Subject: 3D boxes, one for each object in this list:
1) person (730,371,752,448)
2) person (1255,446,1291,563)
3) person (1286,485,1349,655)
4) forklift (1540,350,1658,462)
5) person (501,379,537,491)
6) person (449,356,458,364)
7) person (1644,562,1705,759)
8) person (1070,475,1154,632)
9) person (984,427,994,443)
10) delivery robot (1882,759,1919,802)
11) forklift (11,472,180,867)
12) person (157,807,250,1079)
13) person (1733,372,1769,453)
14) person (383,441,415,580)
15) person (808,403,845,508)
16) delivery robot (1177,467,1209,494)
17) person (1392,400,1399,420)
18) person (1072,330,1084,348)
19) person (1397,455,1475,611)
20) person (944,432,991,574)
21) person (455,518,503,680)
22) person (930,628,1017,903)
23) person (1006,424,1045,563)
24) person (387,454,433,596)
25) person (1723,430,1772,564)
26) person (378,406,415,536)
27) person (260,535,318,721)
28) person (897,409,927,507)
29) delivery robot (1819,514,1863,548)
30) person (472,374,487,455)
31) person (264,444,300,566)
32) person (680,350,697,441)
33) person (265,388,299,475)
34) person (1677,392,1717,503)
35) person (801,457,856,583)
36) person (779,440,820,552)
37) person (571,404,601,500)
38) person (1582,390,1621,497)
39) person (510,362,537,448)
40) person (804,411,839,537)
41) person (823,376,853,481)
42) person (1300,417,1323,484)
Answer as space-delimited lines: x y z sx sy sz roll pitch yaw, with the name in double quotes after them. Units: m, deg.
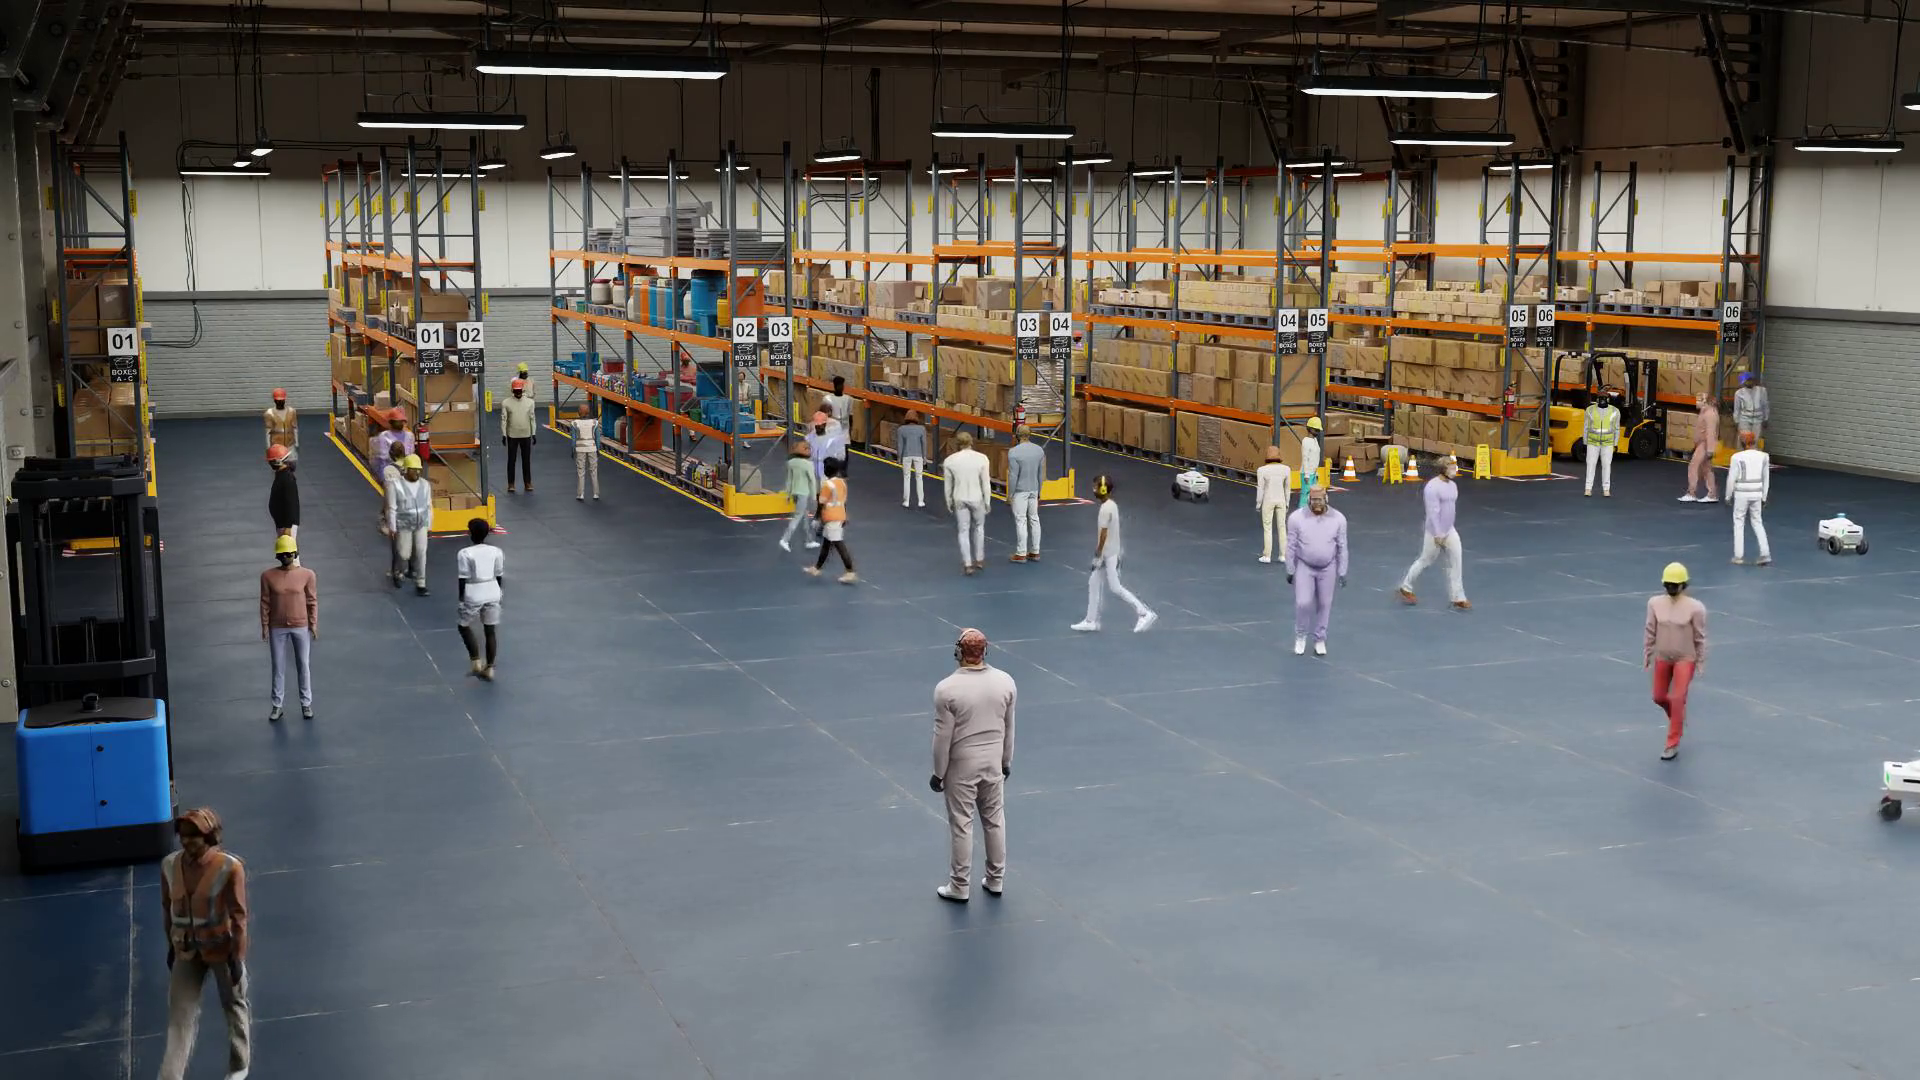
-4.635 -2.752 44.184 0.514 1.641 0.306 -5 10 -30 "person"
4.360 -0.500 29.192 0.501 1.633 0.289 -2 9 -13 "person"
3.893 0.329 22.826 0.666 1.884 0.558 0 9 2 "person"
12.897 -2.725 42.309 2.313 2.155 1.214 -3 9 -21 "forklift"
-7.816 -1.868 37.114 0.625 1.992 0.386 -3 9 -22 "person"
-12.230 -3.853 50.767 0.510 1.871 0.329 -4 9 -26 "person"
6.361 1.036 18.584 0.537 1.746 0.604 7 11 38 "person"
1.777 0.160 24.182 0.909 1.827 0.519 1 9 4 "person"
0.570 -2.995 45.122 0.578 1.859 0.792 -2 9 -15 "person"
7.676 1.909 16.540 0.707 0.478 0.477 3 9 22 "delivery robot"
-6.630 0.886 15.957 1.129 2.768 1.873 -3 9 -21 "forklift"
-4.039 2.227 11.076 0.541 1.599 0.807 2 9 11 "person"
15.181 -2.278 40.205 0.659 1.896 0.404 1 9 10 "person"
-7.436 -0.399 27.847 0.332 1.842 0.507 7 11 40 "person"
-2.196 -1.324 34.139 0.648 1.808 0.696 5 10 29 "person"
3.993 -1.003 35.954 0.477 0.478 0.707 -3 9 -17 "delivery robot"
9.954 -3.420 48.337 0.483 1.737 0.320 8 12 42 "person"
3.103 -4.582 55.406 0.363 1.934 0.551 1 9 10 "person"
5.858 -0.106 25.734 0.633 1.904 1.008 -8 11 -41 "person"
0.114 -0.522 28.442 0.650 1.900 0.888 1 9 8 "person"
-4.966 0.606 21.627 0.558 1.682 0.399 -8 12 -42 "person"
0.075 1.557 14.573 0.638 1.910 0.407 -5 10 -29 "person"
0.906 -0.657 29.232 0.634 1.936 0.351 -7 11 -39 "person"
-6.984 -0.202 26.599 0.608 1.812 0.519 -7 11 -38 "person"
10.913 -0.583 29.022 0.623 1.859 0.465 -1 9 -9 "person"
-8.384 -0.987 31.161 0.617 2.026 0.608 7 11 41 "person"
-6.374 0.826 19.908 0.524 1.770 0.315 -2 9 -14 "person"
-0.798 -1.368 34.979 0.499 1.633 0.281 0 9 -1 "person"
12.693 -0.137 30.172 0.477 0.478 0.707 -1 9 -5 "delivery robot"
-10.015 -2.659 43.009 0.590 1.810 0.473 -6 11 -37 "person"
-8.426 -0.208 26.076 0.391 1.987 0.608 -4 10 -27 "person"
-5.990 -3.157 45.701 0.612 1.997 0.375 -3 9 -21 "person"
-11.609 -1.650 35.900 0.576 1.920 0.402 -6 10 -33 "person"
12.477 -1.559 35.446 0.800 1.876 0.682 2 9 14 "person"
-1.715 -0.271 27.595 0.876 1.644 0.533 3 9 21 "person"
-2.343 -0.644 30.279 0.788 1.599 0.533 -8 12 -43 "person"
-6.405 -1.501 35.854 0.511 1.638 0.308 -3 9 -18 "person"
11.120 -1.675 36.341 0.625 1.844 0.429 2 9 16 "person"
-9.184 -2.836 44.131 0.619 1.820 0.414 -8 12 -43 "person"
-2.096 -1.046 32.011 0.531 1.892 0.973 2 9 15 "person"
-2.273 -2.094 38.821 0.607 1.932 0.958 -3 9 -17 "person"
5.402 -1.014 32.207 0.326 1.760 0.524 4 10 26 "person"
